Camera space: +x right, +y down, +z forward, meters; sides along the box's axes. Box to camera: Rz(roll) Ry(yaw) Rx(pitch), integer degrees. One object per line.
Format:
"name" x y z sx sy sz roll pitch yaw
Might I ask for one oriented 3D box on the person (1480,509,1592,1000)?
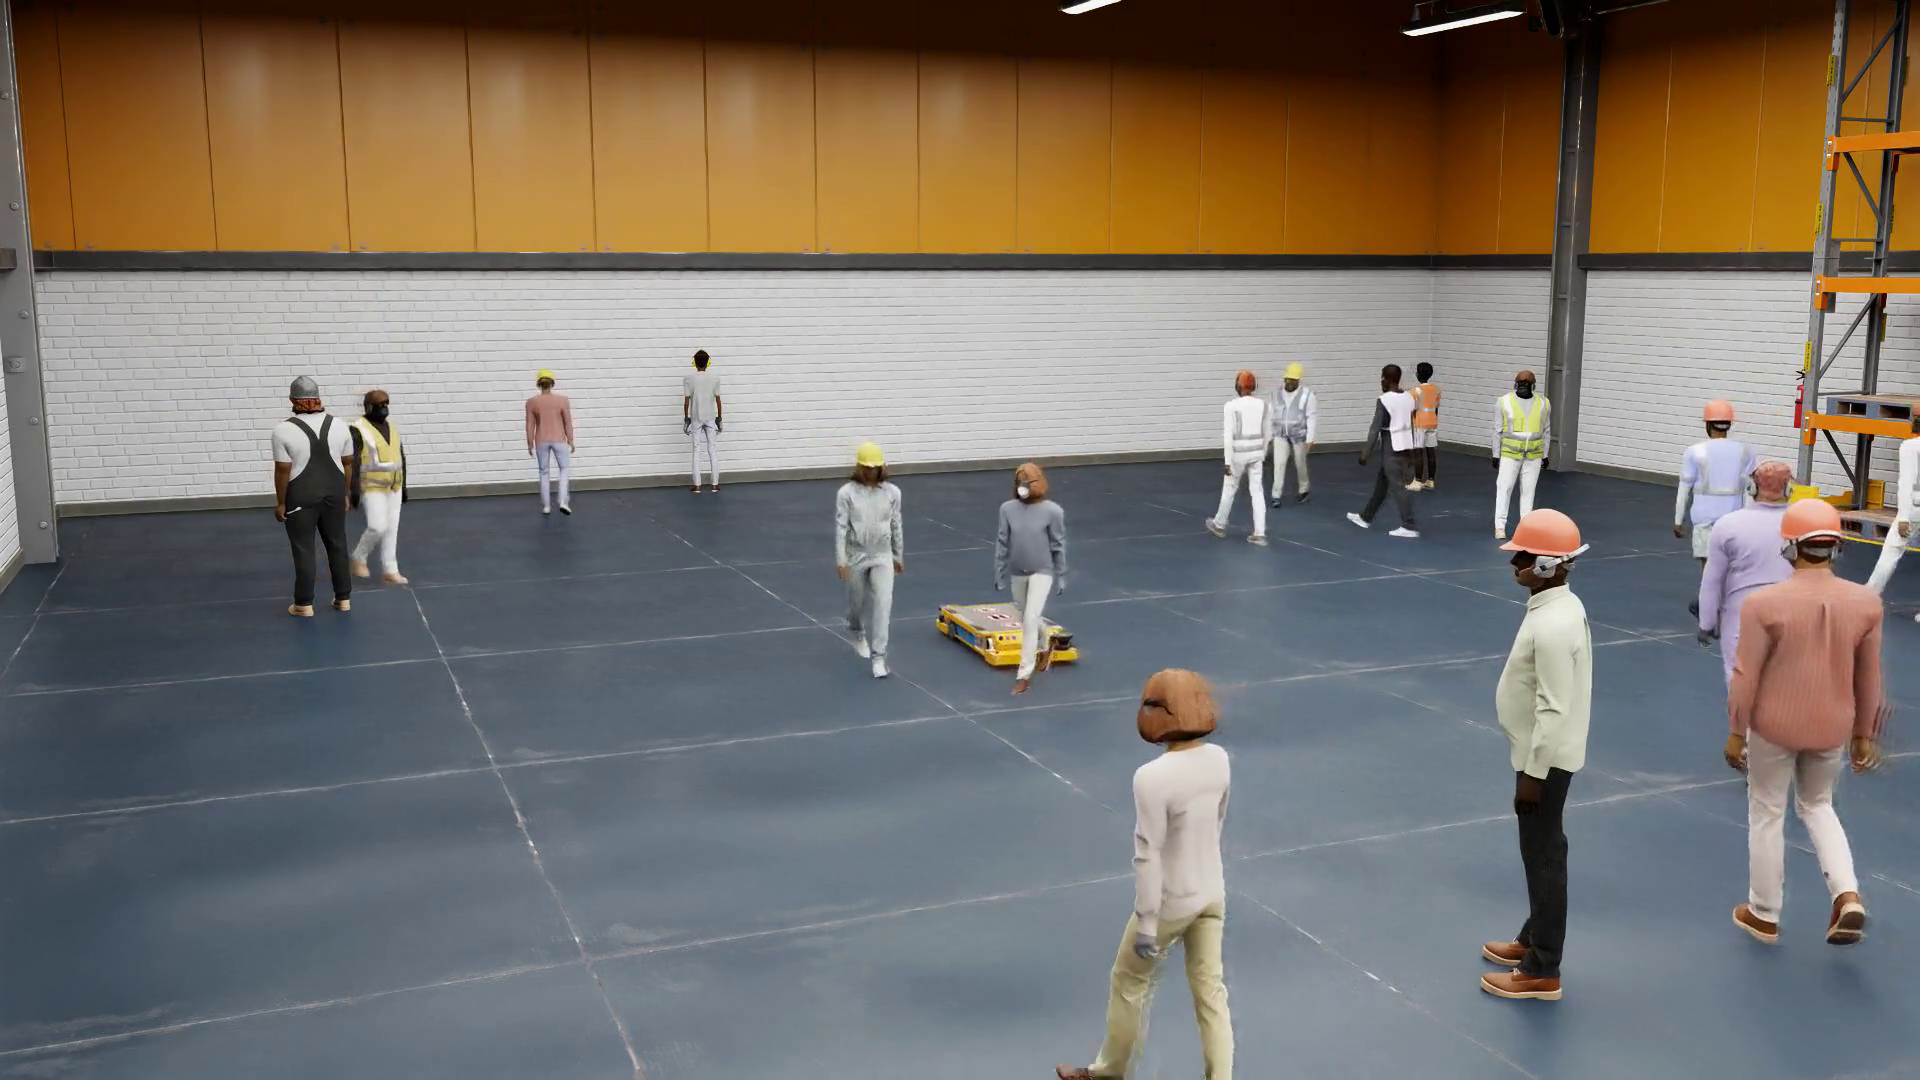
"person" 2.345 0.863 6.750 0.379 1.996 0.611 4 10 21

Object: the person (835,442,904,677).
"person" -0.669 0.105 12.213 0.507 1.709 0.800 -1 9 -8

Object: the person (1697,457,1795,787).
"person" 4.605 0.463 9.554 0.652 1.875 0.927 1 9 6

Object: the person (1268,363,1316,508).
"person" 4.095 -1.300 20.538 0.634 1.781 0.942 4 10 25

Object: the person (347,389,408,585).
"person" -5.395 -0.484 15.406 0.482 1.829 0.648 4 10 25

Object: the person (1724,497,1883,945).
"person" 3.624 0.809 7.141 0.620 1.980 0.565 0 9 -3

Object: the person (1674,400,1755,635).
"person" 6.135 -0.195 13.541 0.553 1.878 1.029 1 9 5

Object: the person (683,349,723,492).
"person" -3.368 -1.556 21.788 0.528 1.871 0.323 -2 10 -14

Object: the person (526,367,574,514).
"person" -4.869 -1.164 19.751 0.546 1.768 0.364 -1 9 -5

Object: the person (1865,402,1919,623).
"person" 7.952 -0.240 13.906 0.605 1.831 0.989 -3 10 -17

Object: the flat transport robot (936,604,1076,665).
"flat transport robot" 0.335 0.705 12.919 0.652 0.197 1.431 -3 10 -18

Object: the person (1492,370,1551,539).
"person" 6.084 -0.920 18.031 0.626 1.839 0.430 1 9 3

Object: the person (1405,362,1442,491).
"person" 6.102 -1.493 21.928 0.529 1.697 0.321 -6 11 -31

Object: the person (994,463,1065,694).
"person" 0.522 0.229 11.811 0.507 1.600 0.815 5 11 28

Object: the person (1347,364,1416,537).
"person" 4.679 -0.996 18.372 0.974 1.869 0.616 9 13 44

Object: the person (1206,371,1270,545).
"person" 3.029 -0.896 17.897 0.591 1.830 0.946 -3 10 -18

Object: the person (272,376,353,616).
"person" -5.530 -0.380 14.147 0.672 2.000 0.536 -9 13 -44

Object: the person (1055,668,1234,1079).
"person" 0.671 1.222 5.736 0.534 1.600 0.756 -9 13 -43
